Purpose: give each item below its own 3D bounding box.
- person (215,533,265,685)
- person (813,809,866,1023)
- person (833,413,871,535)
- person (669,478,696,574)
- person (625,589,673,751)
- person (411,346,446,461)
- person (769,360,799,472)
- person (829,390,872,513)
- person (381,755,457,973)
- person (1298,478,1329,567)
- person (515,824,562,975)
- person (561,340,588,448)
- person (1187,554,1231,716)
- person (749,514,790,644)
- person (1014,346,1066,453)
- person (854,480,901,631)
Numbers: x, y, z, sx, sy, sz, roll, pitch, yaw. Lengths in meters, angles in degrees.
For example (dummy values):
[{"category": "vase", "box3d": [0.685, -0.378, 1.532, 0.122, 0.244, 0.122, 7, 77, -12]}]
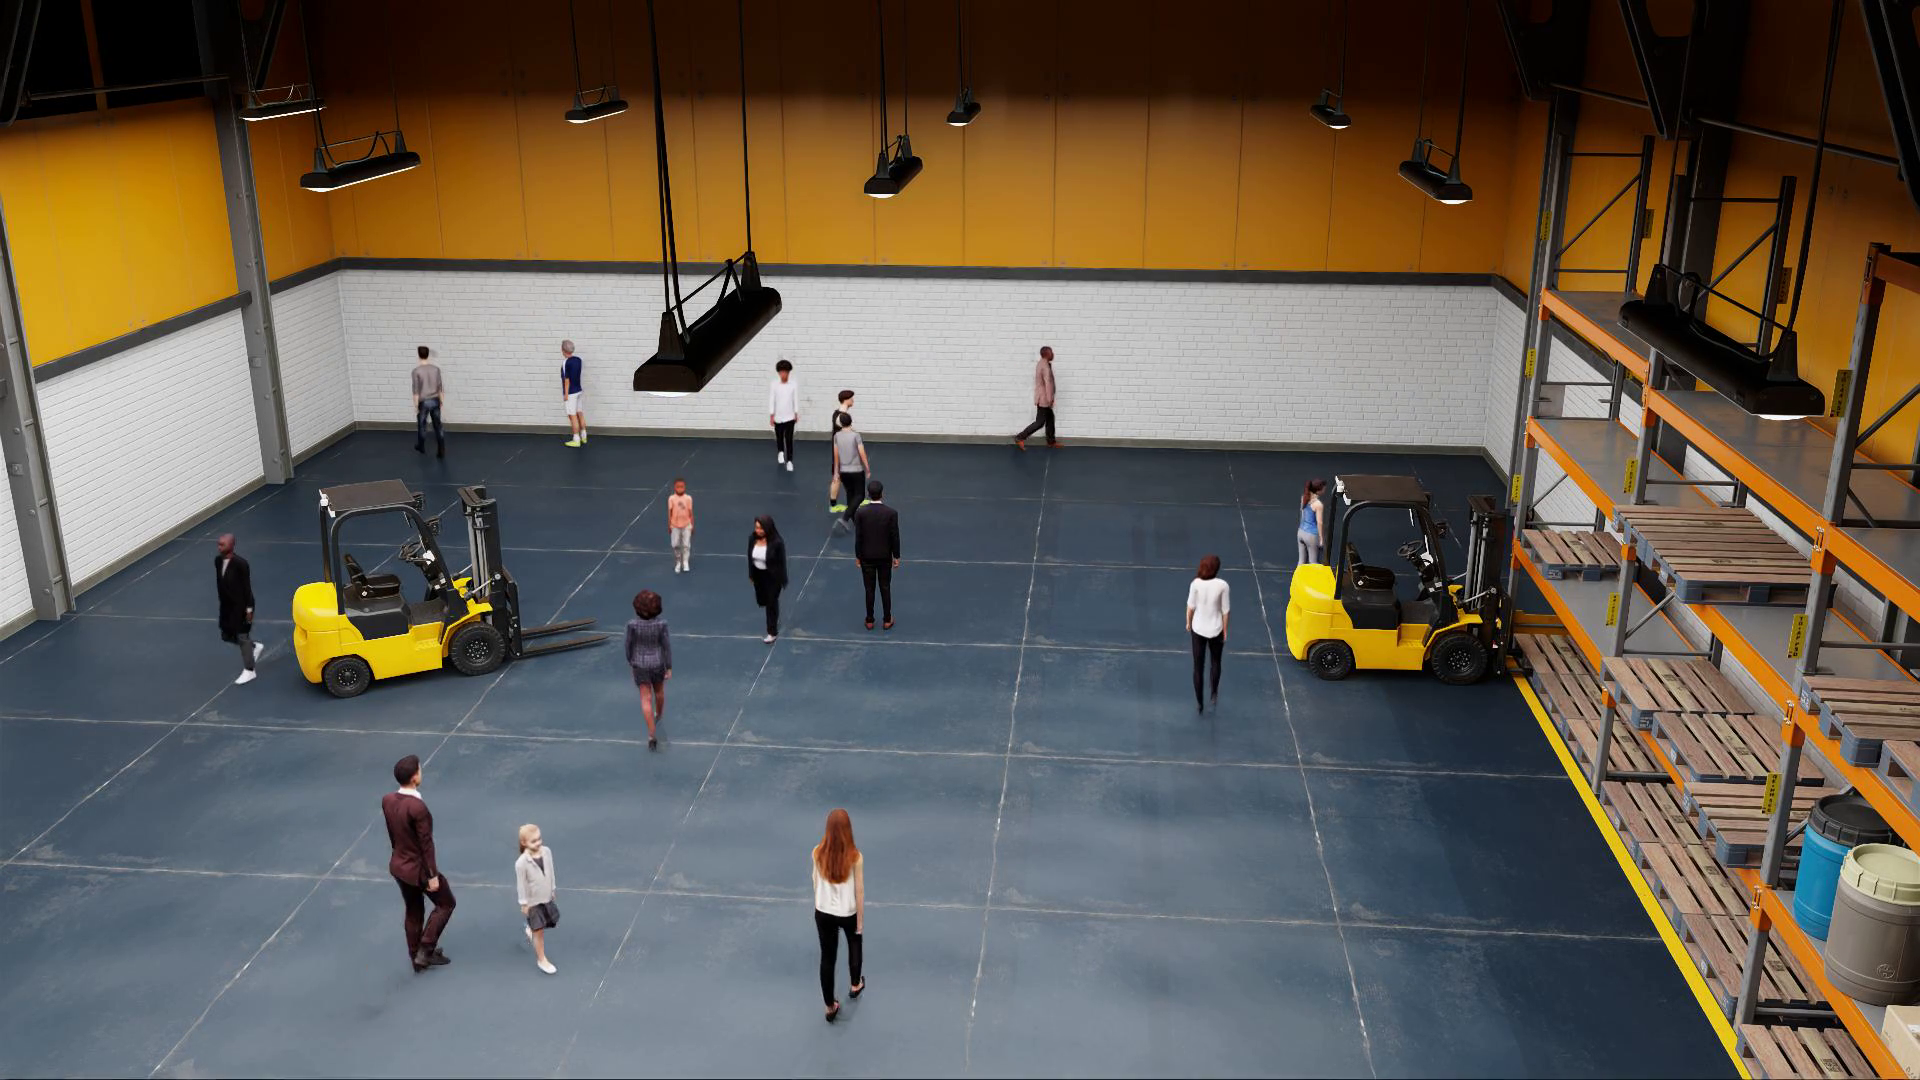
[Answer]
[{"category": "person", "box3d": [-8.160, 0.738, 18.928, 0.772, 1.750, 0.889, 7, 20, 20]}, {"category": "person", "box3d": [-0.947, 2.884, 12.635, 0.626, 1.700, 0.815, 2, 19, 7]}, {"category": "person", "box3d": [-1.602, -0.952, 23.993, 0.880, 1.721, 1.019, 11, 22, 30]}, {"category": "person", "box3d": [-3.769, -0.225, 22.497, 0.546, 1.298, 0.573, -2, 19, -5]}, {"category": "person", "box3d": [-3.215, 1.375, 17.188, 0.834, 1.655, 1.105, -5, 19, -14]}, {"category": "person", "box3d": [-8.766, -2.234, 27.566, 1.099, 1.871, 1.192, -13, 23, -34]}, {"category": "person", "box3d": [-2.899, -2.047, 27.173, 0.790, 1.767, 1.193, -2, 19, -7]}, {"category": "person", "box3d": [-1.839, -1.306, 24.812, 0.858, 1.870, 0.926, -3, 19, -9]}, {"category": "person", "box3d": [-4.366, 2.621, 13.172, 0.819, 1.855, 0.802, 11, 22, 30]}, {"category": "person", "box3d": [4.543, -0.049, 21.506, 0.735, 1.598, 0.638, -13, 23, -34]}, {"category": "person", "box3d": [-3.439, 2.856, 13.400, 0.759, 1.265, 0.726, 15, 24, 38]}, {"category": "person", "box3d": [-6.631, -2.524, 28.480, 0.744, 1.836, 0.557, 6, 20, 18]}, {"category": "person", "box3d": [2.666, 1.054, 17.962, 0.668, 1.767, 0.943, 3, 19, 10]}, {"category": "person", "box3d": [-2.284, 0.418, 20.131, 0.822, 1.589, 1.031, 5, 19, 14]}, {"category": "person", "box3d": [1.322, -2.368, 28.091, 0.838, 1.788, 1.097, -1, 19, -3]}, {"category": "person", "box3d": [-1.029, 0.180, 20.380, 0.731, 1.882, 0.593, -1, 19, -3]}]
